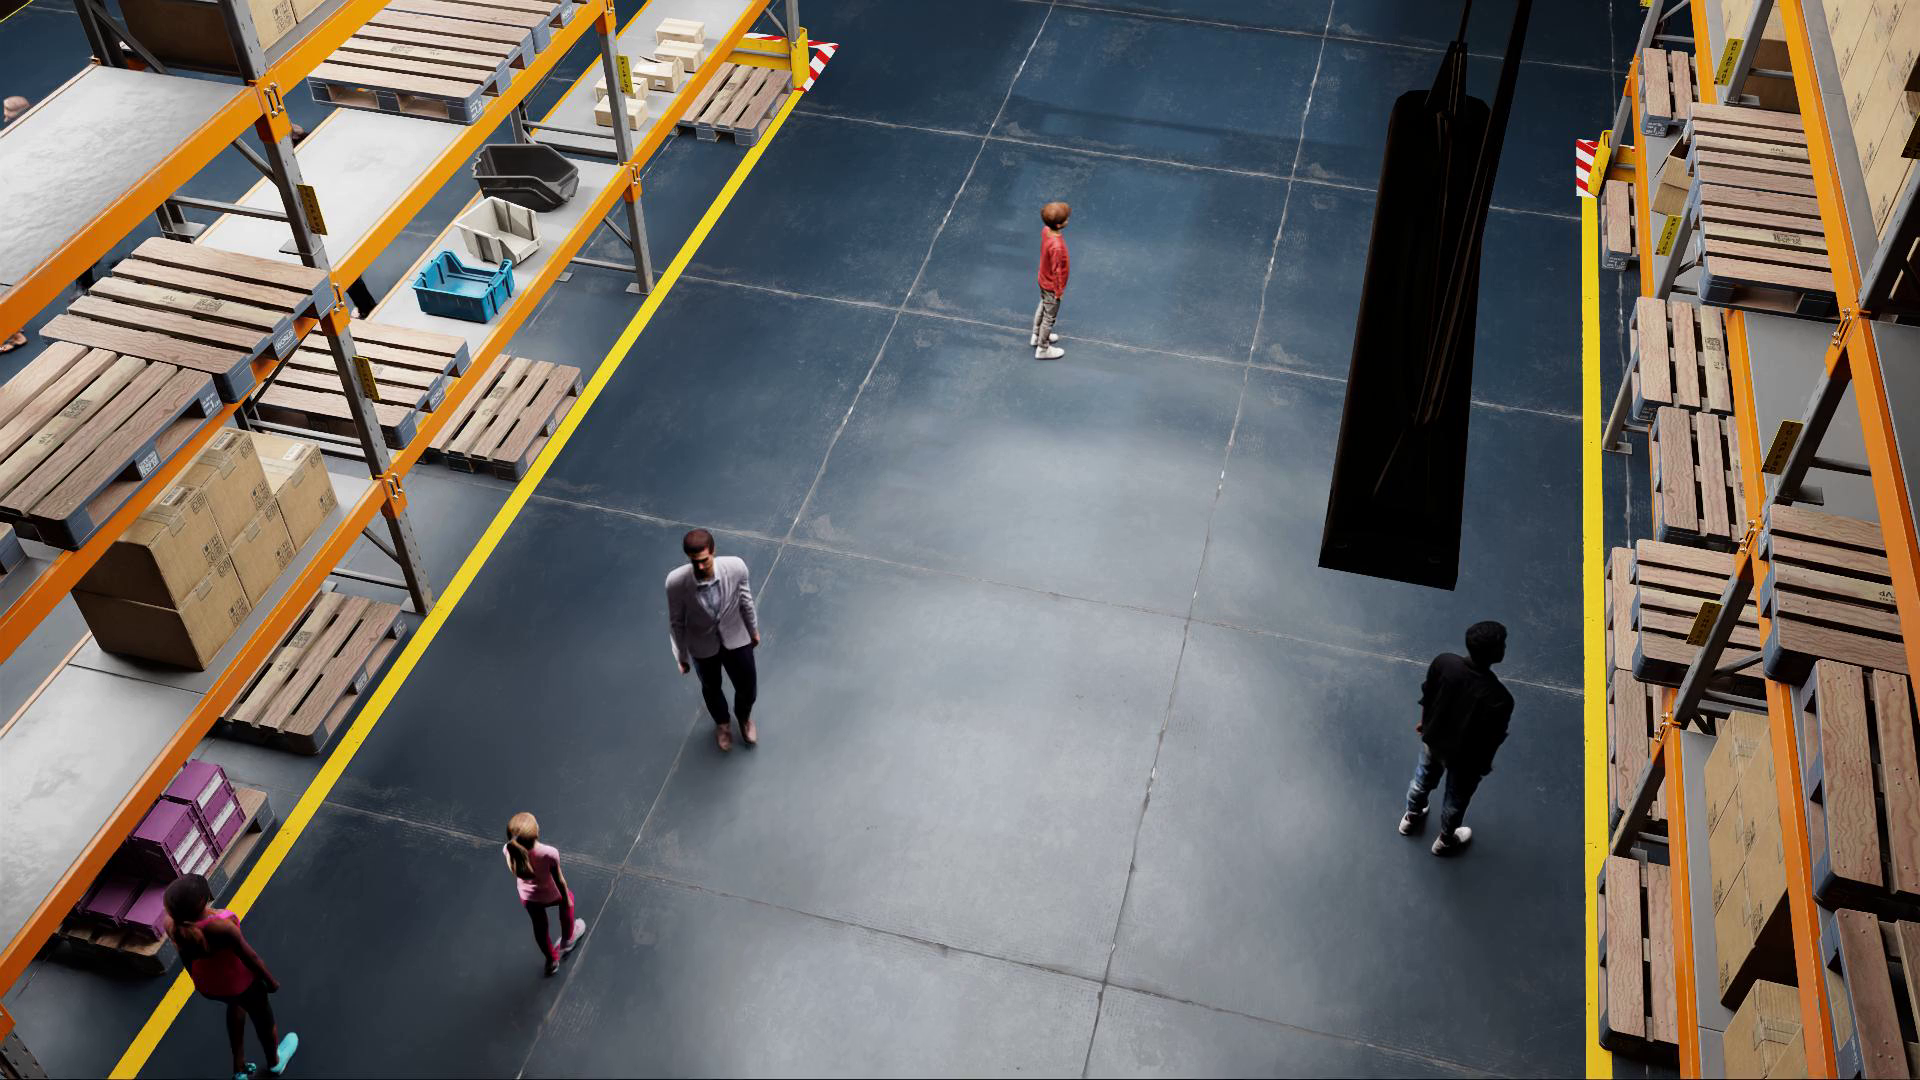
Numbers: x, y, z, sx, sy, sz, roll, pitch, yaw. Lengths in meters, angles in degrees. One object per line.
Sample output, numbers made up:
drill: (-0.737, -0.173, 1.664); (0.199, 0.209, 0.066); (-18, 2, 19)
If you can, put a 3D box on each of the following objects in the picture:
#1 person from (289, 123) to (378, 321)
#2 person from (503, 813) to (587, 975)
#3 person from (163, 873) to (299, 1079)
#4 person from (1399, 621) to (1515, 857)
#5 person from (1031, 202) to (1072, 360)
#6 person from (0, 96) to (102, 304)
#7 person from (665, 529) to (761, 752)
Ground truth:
person: (-5.177, -2.638, 13.682); (0.745, 1.848, 0.783); (0, 44, 0)
person: (-2.344, 2.001, 9.238); (0.542, 1.260, 0.615); (5, 44, 5)
person: (-3.801, 2.339, 8.555); (0.594, 1.711, 0.681); (7, 44, 7)
person: (2.893, 1.164, 9.719); (0.798, 1.809, 0.790); (-33, 53, -30)
person: (0.730, -2.104, 13.436); (0.650, 1.413, 0.543); (-8, 44, -8)
person: (-7.576, -2.923, 14.012); (0.841, 1.804, 0.941); (22, 48, 21)
person: (-1.516, 0.562, 10.335); (0.803, 1.829, 0.804); (-10, 45, -11)
